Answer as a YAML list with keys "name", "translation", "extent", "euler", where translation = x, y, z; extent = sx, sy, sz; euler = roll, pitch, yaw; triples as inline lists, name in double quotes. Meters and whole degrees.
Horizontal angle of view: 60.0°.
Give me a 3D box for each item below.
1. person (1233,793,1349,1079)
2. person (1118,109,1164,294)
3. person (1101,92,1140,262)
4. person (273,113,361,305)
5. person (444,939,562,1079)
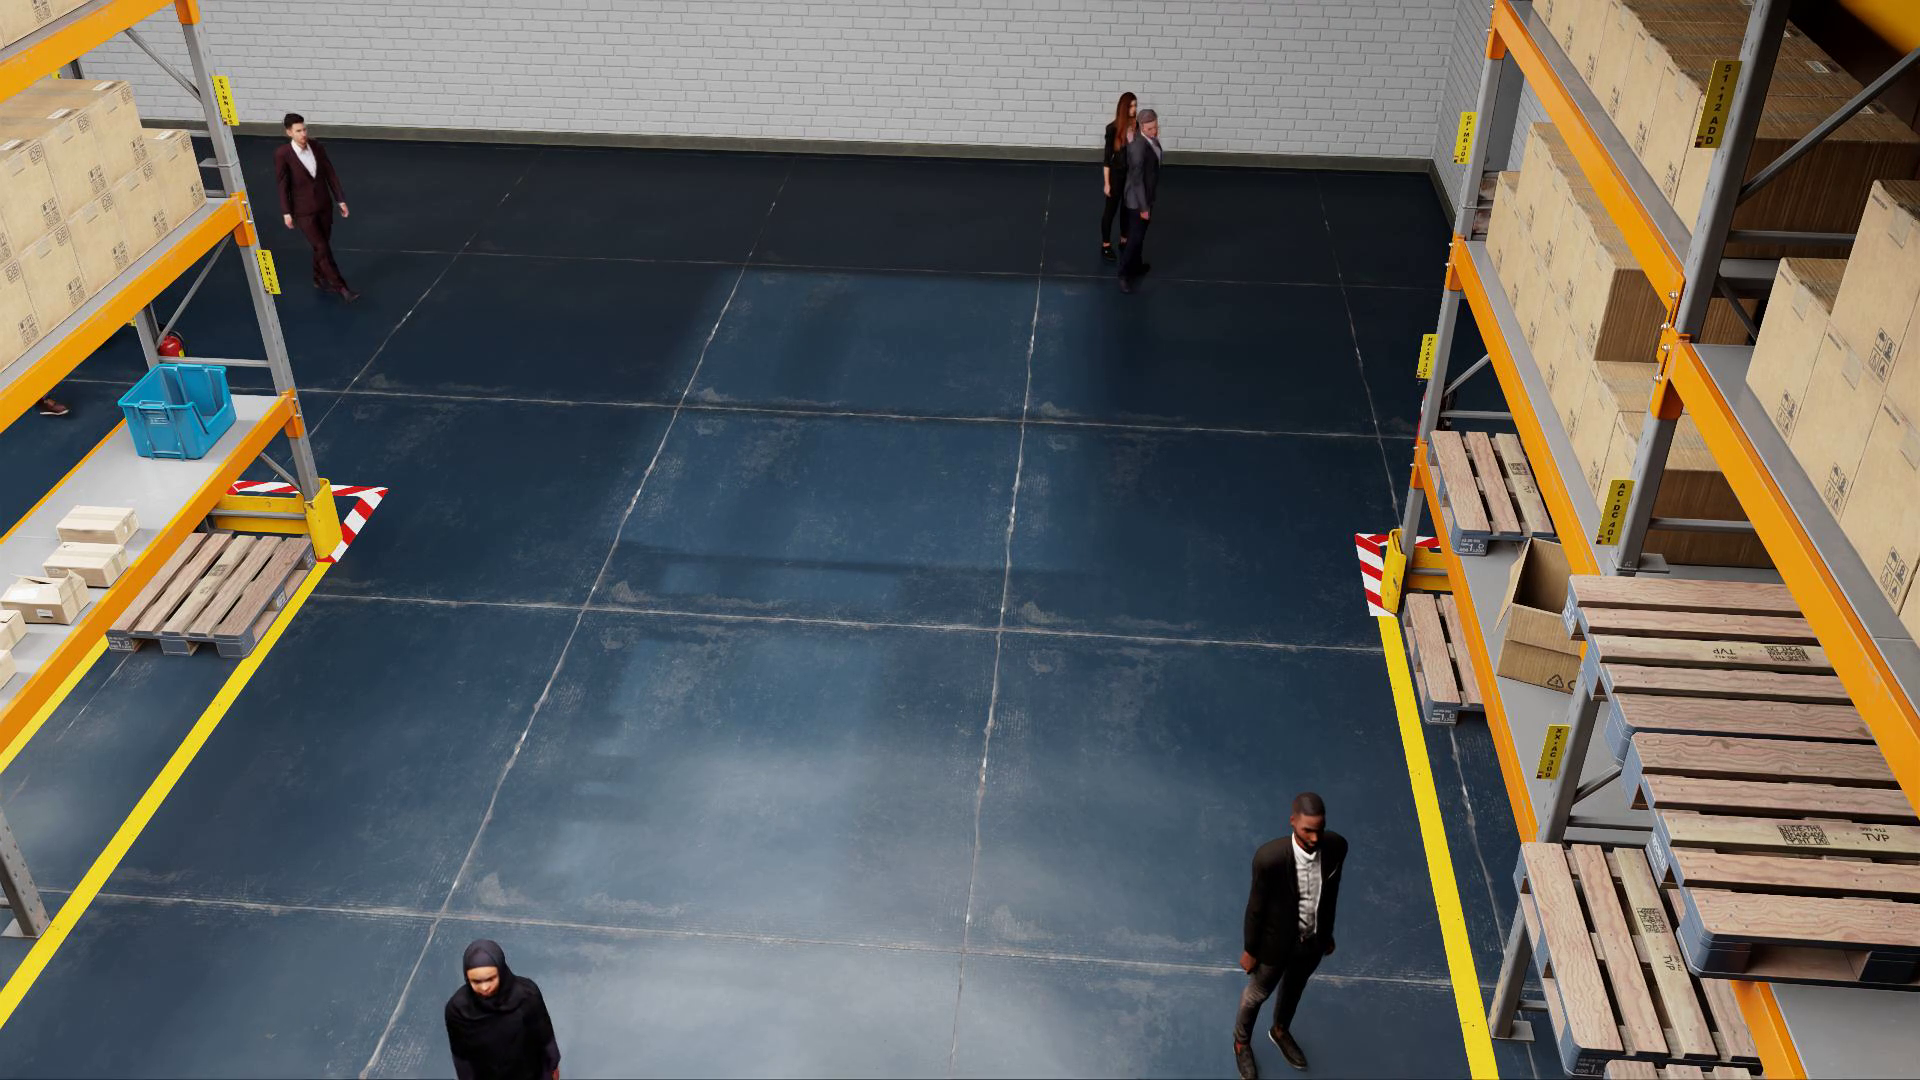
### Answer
- name: "person"
  translation: [1.611, 1.936, 8.166]
  extent: [0.739, 1.800, 0.700]
  euler: [-11, 35, -16]
- name: "person"
  translation: [1.764, -3.365, 16.140]
  extent: [0.975, 1.801, 0.597]
  euler: [0, 34, 0]
- name: "person"
  translation: [1.614, -3.658, 16.664]
  extent: [0.671, 1.710, 0.693]
  euler: [-17, 37, -24]
- name: "person"
  translation: [-6.201, -3.167, 15.823]
  extent: [1.160, 1.823, 1.202]
  euler: [24, 40, 31]
- name: "person"
  translation: [-2.068, 2.385, 7.663]
  extent: [0.728, 1.609, 0.846]
  euler: [-7, 34, -10]
